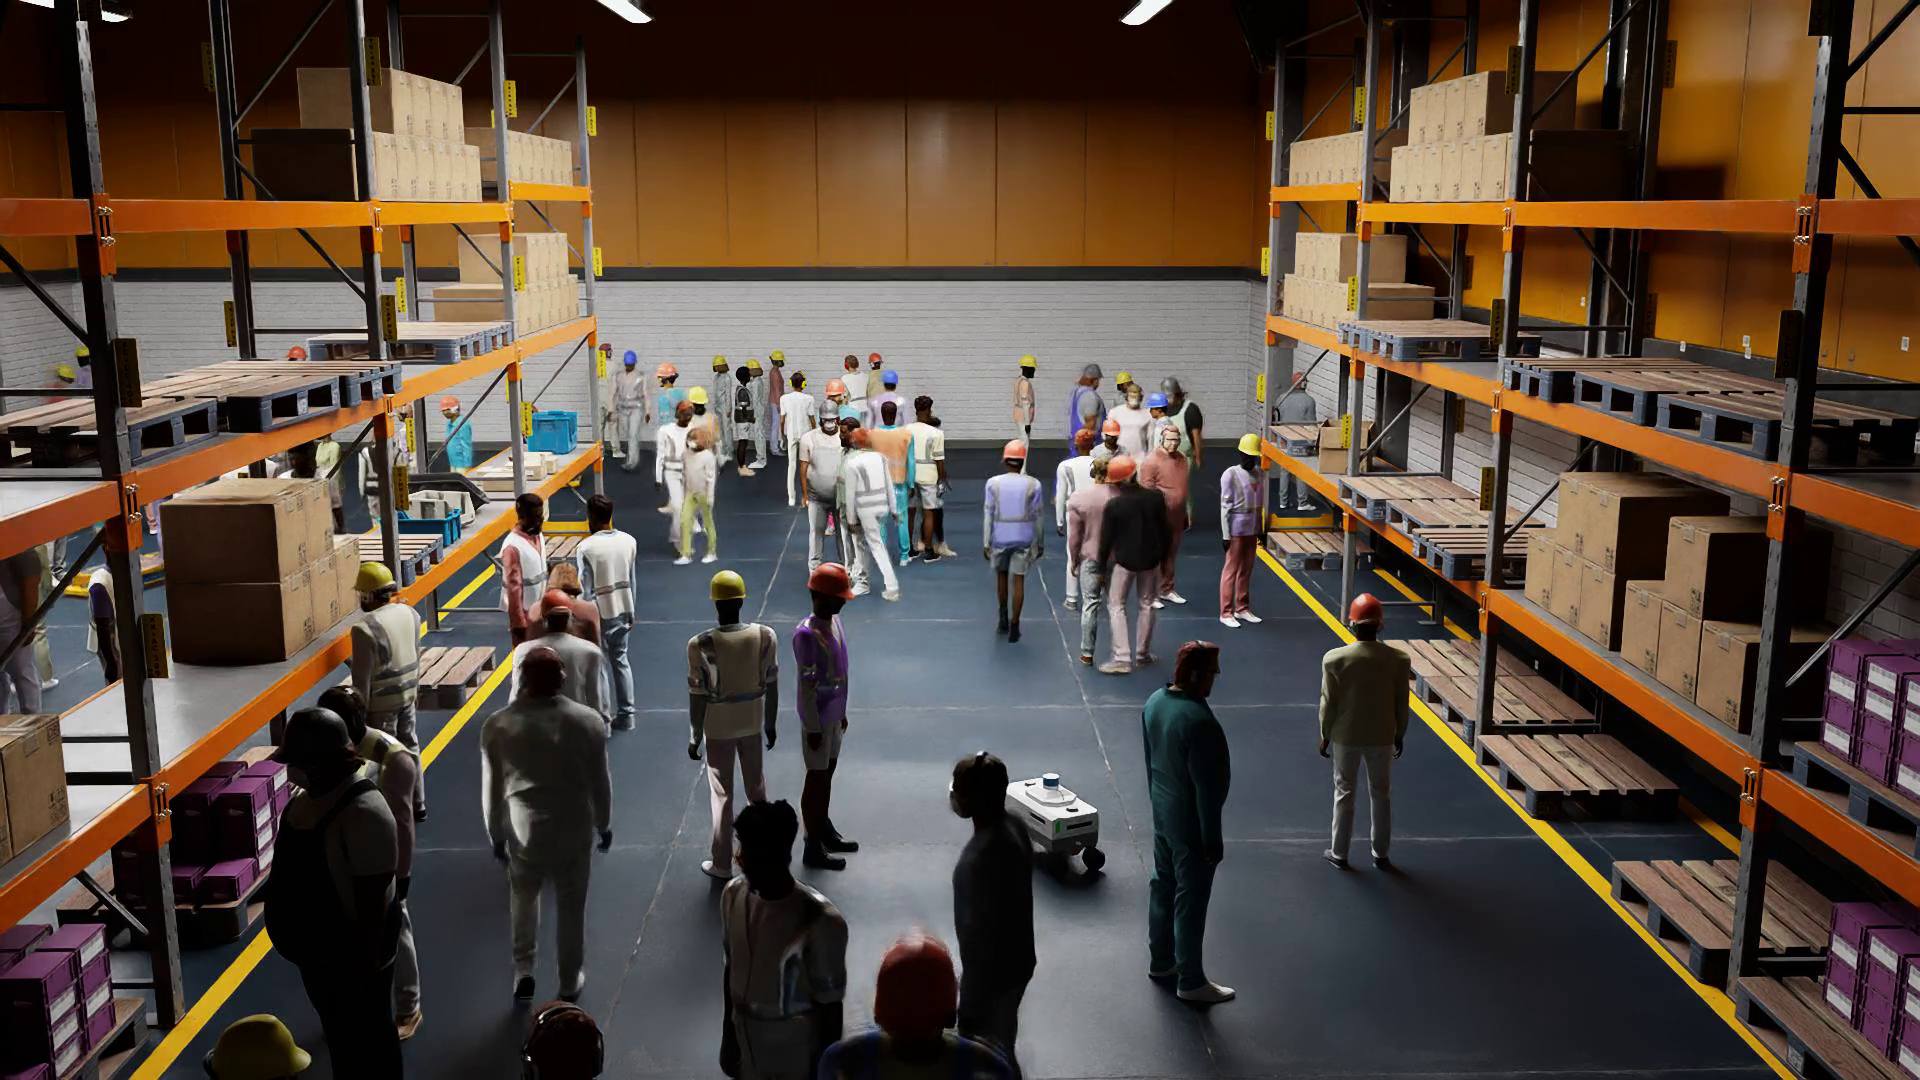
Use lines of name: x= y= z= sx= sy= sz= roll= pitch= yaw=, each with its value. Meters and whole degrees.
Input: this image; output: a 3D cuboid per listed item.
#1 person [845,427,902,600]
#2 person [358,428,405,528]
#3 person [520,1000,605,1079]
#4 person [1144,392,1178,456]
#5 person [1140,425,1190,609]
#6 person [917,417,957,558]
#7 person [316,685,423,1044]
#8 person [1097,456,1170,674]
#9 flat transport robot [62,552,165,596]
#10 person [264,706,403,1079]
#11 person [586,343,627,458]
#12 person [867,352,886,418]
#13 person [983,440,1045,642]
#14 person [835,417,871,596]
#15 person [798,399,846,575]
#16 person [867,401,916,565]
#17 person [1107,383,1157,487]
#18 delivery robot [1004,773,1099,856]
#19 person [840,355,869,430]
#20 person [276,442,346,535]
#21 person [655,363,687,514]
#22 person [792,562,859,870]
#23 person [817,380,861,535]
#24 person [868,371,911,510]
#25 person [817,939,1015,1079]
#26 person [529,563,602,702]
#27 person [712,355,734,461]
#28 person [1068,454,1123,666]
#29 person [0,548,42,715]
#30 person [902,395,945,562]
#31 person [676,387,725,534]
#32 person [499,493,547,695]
person: x=-0.950 y=-0.295 z=17.677 sx=0.913 sy=1.840 sz=0.638 roll=9 pitch=15 yaw=39
person: x=-6.735 y=-0.541 z=19.400 sx=0.542 sy=1.625 sz=0.460 roll=-3 pitch=12 yaw=-16
person: x=-1.114 y=2.239 z=4.790 sx=0.647 sy=1.895 sz=0.403 roll=-9 pitch=15 yaw=-39
person: x=2.400 y=-0.800 z=19.925 sx=0.419 sy=1.934 sz=0.613 roll=3 pitch=12 yaw=16
person: x=2.156 y=-0.250 z=17.233 sx=0.644 sy=1.903 sz=0.400 roll=-10 pitch=15 yaw=-40
person: x=-0.289 y=-0.629 z=19.731 sx=0.545 sy=1.664 sz=0.566 roll=3 pitch=12 yaw=13
person: x=-2.970 y=1.593 z=8.191 sx=0.627 sy=1.834 sz=0.432 roll=3 pitch=12 yaw=13
person: x=1.535 y=0.226 z=14.739 sx=0.743 sy=1.950 sz=0.524 roll=-4 pitch=12 yaw=-18
flat transport robot: x=-9.091 y=0.372 z=18.222 sx=0.652 sy=0.197 sz=1.431 roll=3 pitch=12 yaw=16
person: x=-2.717 y=1.685 z=7.184 sx=0.684 sy=2.000 sz=0.536 roll=10 pitch=15 yaw=40
person: x=-5.833 y=-2.303 z=27.515 sx=0.642 sy=1.909 sz=0.399 roll=4 pitch=12 yaw=19
person: x=-1.380 y=-2.226 z=27.510 sx=0.562 sy=1.753 sz=0.322 roll=-8 pitch=14 yaw=-37
person: x=0.530 y=-0.021 z=16.061 sx=0.579 sy=1.904 sz=0.830 roll=1 pitch=11 yaw=5
person: x=-1.140 y=-0.365 z=17.769 sx=0.391 sy=1.920 sz=0.593 roll=-7 pitch=13 yaw=-33
person: x=-1.420 y=-0.535 z=18.315 sx=0.689 sy=2.000 sz=0.539 roll=-2 pitch=11 yaw=-10
person: x=-0.803 y=-0.645 z=19.187 sx=0.587 sy=1.914 sz=0.394 roll=0 pitch=11 yaw=-1
person: x=2.166 y=-1.007 z=20.947 sx=0.655 sy=1.930 sz=0.420 roll=1 pitch=11 yaw=5
delivery robot: x=0.573 y=1.720 z=10.510 sx=0.477 sy=0.478 sz=0.707 roll=-6 pitch=13 yaw=-27
person: x=-1.648 y=-1.969 z=26.016 sx=0.388 sy=1.838 sz=0.563 roll=10 pitch=15 yaw=41
person: x=-6.300 y=-0.038 z=16.091 sx=0.634 sy=1.930 sz=0.731 roll=0 pitch=11 yaw=0
person: x=-3.928 y=-1.376 z=22.520 sx=0.379 sy=2.045 sz=0.605 roll=4 pitch=12 yaw=19
person: x=-0.833 y=1.087 z=10.457 sx=0.365 sy=1.932 sz=0.543 roll=3 pitch=12 yaw=14
person: x=-1.529 y=-1.027 z=20.937 sx=0.619 sy=1.989 sz=0.396 roll=4 pitch=12 yaw=20
person: x=-0.960 y=-1.381 z=22.911 sx=0.638 sy=1.891 sz=0.983 roll=2 pitch=11 yaw=8
person: x=-0.122 y=2.112 z=5.128 sx=0.597 sy=2.011 sz=0.860 roll=2 pitch=11 yaw=8
person: x=-2.838 y=0.958 z=11.977 sx=0.520 sy=1.579 sz=0.785 roll=-3 pitch=12 yaw=-13
person: x=-3.905 y=-2.159 z=27.233 sx=0.324 sy=1.737 sz=0.485 roll=-8 pitch=14 yaw=-35
person: x=1.282 y=0.187 z=14.961 sx=0.629 sy=1.937 sz=0.373 roll=1 pitch=11 yaw=4
person: x=-7.348 y=0.597 z=12.638 sx=0.685 sy=2.000 sz=0.535 roll=4 pitch=12 yaw=20
person: x=-0.450 y=-0.716 z=19.448 sx=0.599 sy=1.958 sz=0.374 roll=5 pitch=12 yaw=22
person: x=-3.250 y=-0.985 z=20.906 sx=0.706 sy=1.903 sz=0.447 roll=-10 pitch=15 yaw=-41
person: x=-3.416 y=0.565 z=13.142 sx=0.410 sy=1.909 sz=0.592 roll=1 pitch=11 yaw=7
